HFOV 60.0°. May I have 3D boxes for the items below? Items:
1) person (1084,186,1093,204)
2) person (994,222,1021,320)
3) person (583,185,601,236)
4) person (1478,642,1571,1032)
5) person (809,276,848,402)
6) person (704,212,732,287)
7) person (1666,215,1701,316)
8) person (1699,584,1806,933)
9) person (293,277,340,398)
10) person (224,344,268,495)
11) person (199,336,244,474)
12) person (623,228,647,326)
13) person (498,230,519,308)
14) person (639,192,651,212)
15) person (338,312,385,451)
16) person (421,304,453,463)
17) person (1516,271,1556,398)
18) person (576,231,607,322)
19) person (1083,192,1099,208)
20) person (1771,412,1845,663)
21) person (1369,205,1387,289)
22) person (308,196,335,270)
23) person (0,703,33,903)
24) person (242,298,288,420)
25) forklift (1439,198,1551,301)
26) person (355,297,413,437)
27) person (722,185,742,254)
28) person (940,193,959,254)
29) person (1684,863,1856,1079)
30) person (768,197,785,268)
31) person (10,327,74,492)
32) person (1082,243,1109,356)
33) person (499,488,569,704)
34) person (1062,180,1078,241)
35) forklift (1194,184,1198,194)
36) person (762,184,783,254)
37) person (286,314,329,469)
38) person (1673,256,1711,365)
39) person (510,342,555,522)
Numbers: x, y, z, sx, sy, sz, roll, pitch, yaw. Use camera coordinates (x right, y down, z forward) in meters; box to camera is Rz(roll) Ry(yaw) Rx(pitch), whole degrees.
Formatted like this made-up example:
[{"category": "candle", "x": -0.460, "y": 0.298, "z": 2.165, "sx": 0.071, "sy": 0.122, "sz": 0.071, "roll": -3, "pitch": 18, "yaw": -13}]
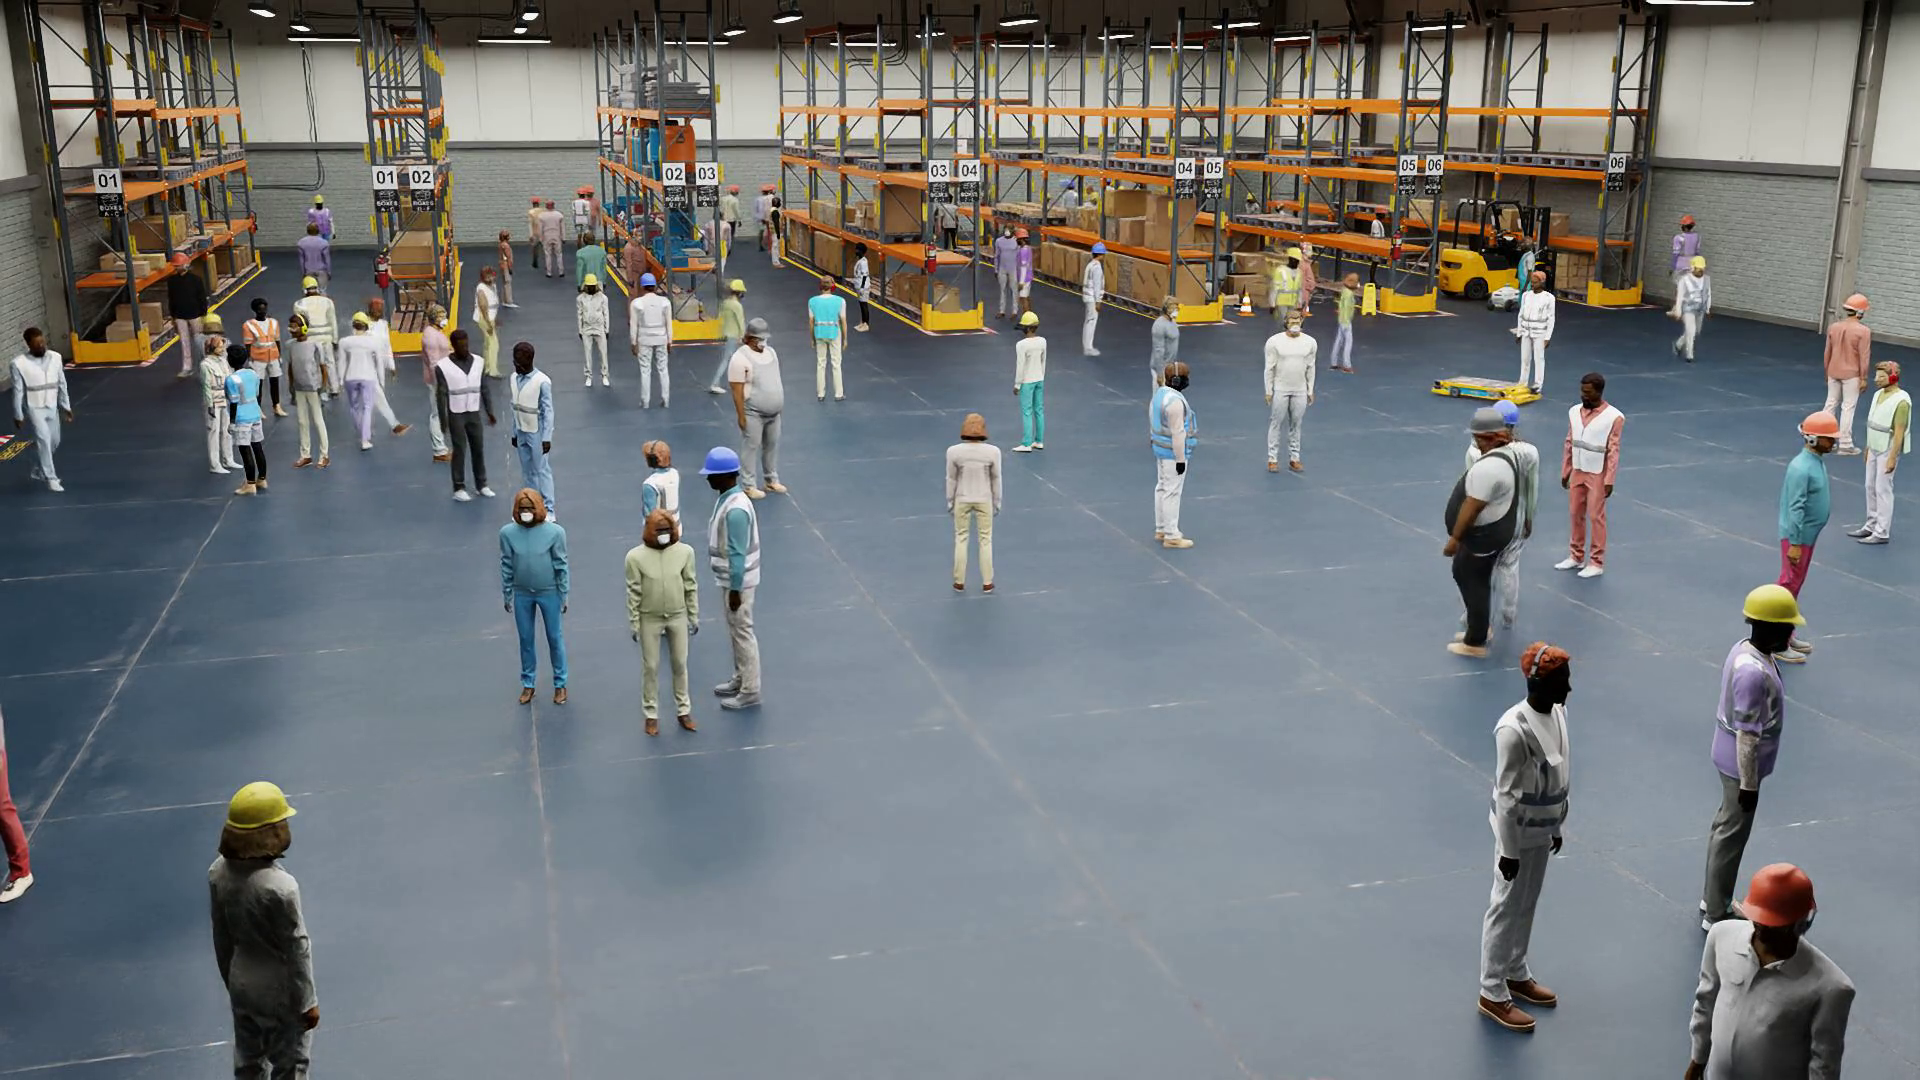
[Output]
[{"category": "person", "x": 4.109, "y": -10.479, "z": 53.175, "sx": 0.287, "sy": 1.625, "sz": 0.493, "roll": -7, "pitch": 17, "yaw": -26}, {"category": "person", "x": 0.976, "y": -5.419, "z": 33.523, "sx": 0.629, "sy": 1.940, "sz": 0.372, "roll": 6, "pitch": 16, "yaw": 21}, {"category": "person", "x": -10.674, "y": -9.234, "z": 47.853, "sx": 0.637, "sy": 1.960, "sz": 0.850, "roll": -10, "pitch": 18, "yaw": -34}, {"category": "person", "x": 2.728, "y": 1.401, "z": 7.969, "sx": 0.355, "sy": 1.882, "sz": 0.576, "roll": 12, "pitch": 19, "yaw": 39}, {"category": "person", "x": -1.938, "y": -2.938, "z": 24.385, "sx": 0.602, "sy": 1.836, "sz": 0.389, "roll": 2, "pitch": 15, "yaw": 7}, {"category": "person", "x": -5.722, "y": -6.885, "z": 39.327, "sx": 0.636, "sy": 1.800, "sz": 0.947, "roll": 0, "pitch": 15, "yaw": 0}, {"category": "person", "x": 14.788, "y": -5.603, "z": 34.010, "sx": 0.607, "sy": 2.048, "sz": 0.370, "roll": -4, "pitch": 15, "yaw": -15}, {"category": "person", "x": 4.158, "y": 1.164, "z": 8.772, "sx": 0.360, "sy": 1.930, "sz": 0.587, "roll": 6, "pitch": 16, "yaw": 23}, {"category": "person", "x": -9.496, "y": -2.959, "z": 24.537, "sx": 0.619, "sy": 1.811, "sz": 0.460, "roll": -10, "pitch": 18, "yaw": -33}, {"category": "person", "x": -8.038, "y": -1.351, "z": 18.681, "sx": 0.319, "sy": 1.696, "sz": 0.532, "roll": 2, "pitch": 15, "yaw": 9}, {"category": "person", "x": -8.818, "y": -1.609, "z": 19.786, "sx": 0.313, "sy": 1.633, "sz": 0.518, "roll": 2, "pitch": 15, "yaw": 7}, {"category": "person", "x": -6.312, "y": -5.138, "z": 32.555, "sx": 0.401, "sy": 1.900, "sz": 0.646, "roll": 4, "pitch": 15, "yaw": 16}, {"category": "person", "x": -9.663, "y": -5.776, "z": 35.441, "sx": 0.309, "sy": 1.641, "sz": 0.515, "roll": -9, "pitch": 17, "yaw": -31}, {"category": "person", "x": -8.922, "y": -8.853, "z": 46.697, "sx": 0.599, "sy": 1.817, "sz": 0.408, "roll": 9, "pitch": 18, "yaw": 32}, {"category": "person", "x": -7.631, "y": -2.038, "z": 21.252, "sx": 0.542, "sy": 1.700, "sz": 0.831, "roll": -2, "pitch": 15, "yaw": -7}, {"category": "person", "x": -6.372, "y": -1.914, "z": 20.338, "sx": 0.354, "sy": 1.936, "sz": 0.635, "roll": -4, "pitch": 15, "yaw": -13}, {"category": "person", "x": 8.508, "y": -3.038, "z": 24.668, "sx": 0.342, "sy": 1.883, "sz": 0.586, "roll": -10, "pitch": 18, "yaw": -33}, {"category": "person", "x": -6.944, "y": -4.855, "z": 31.413, "sx": 0.626, "sy": 1.933, "sz": 0.370, "roll": -13, "pitch": 19, "yaw": -39}, {"category": "person", "x": 3.707, "y": -8.885, "z": 46.817, "sx": 0.595, "sy": 1.806, "sz": 0.493, "roll": -7, "pitch": 16, "yaw": -24}, {"category": "person", "x": 6.677, "y": -0.036, "z": 13.161, "sx": 0.394, "sy": 1.992, "sz": 0.622, "roll": 11, "pitch": 18, "yaw": 35}, {"category": "person", "x": 9.765, "y": -6.847, "z": 38.892, "sx": 0.347, "sy": 1.943, "sz": 0.544, "roll": 5, "pitch": 16, "yaw": 17}, {"category": "person", "x": -16.693, "y": -8.035, "z": 43.478, "sx": 0.617, "sy": 1.894, "sz": 0.724, "roll": -14, "pitch": 20, "yaw": -42}, {"category": "person", "x": -5.469, "y": 1.158, "z": 9.130, "sx": 0.520, "sy": 1.758, "sz": 0.344, "roll": 3, "pitch": 15, "yaw": 12}, {"category": "person", "x": -9.648, "y": -2.510, "z": 23.054, "sx": 0.319, "sy": 1.690, "sz": 0.530, "roll": 13, "pitch": 20, "yaw": 40}, {"category": "forklift", "x": 11.913, "y": -6.508, "z": 37.130, "sx": 2.313, "sy": 2.155, "sz": 1.214, "roll": -4, "pitch": 15, "yaw": -15}, {"category": "person", "x": -7.626, "y": -2.267, "z": 21.865, "sx": 0.992, "sy": 1.830, "sz": 0.587, "roll": 4, "pitch": 15, "yaw": 15}, {"category": "person", "x": -6.497, "y": -9.162, "z": 47.582, "sx": 0.694, "sy": 1.949, "sz": 0.587, "roll": 13, "pitch": 19, "yaw": 40}, {"category": "person", "x": -0.278, "y": -8.424, "z": 44.964, "sx": 0.510, "sy": 1.872, "sz": 0.328, "roll": -1, "pitch": 15, "yaw": -5}, {"category": "person", "x": 2.902, "y": 1.975, "z": 6.076, "sx": 0.354, "sy": 1.744, "sz": 0.564, "roll": -9, "pitch": 17, "yaw": -31}, {"category": "person", "x": -4.821, "y": -8.098, "z": 43.793, "sx": 0.429, "sy": 1.844, "sz": 0.627, "roll": -4, "pitch": 15, "yaw": -14}, {"category": "person", "x": -10.500, "y": -1.499, "z": 18.902, "sx": 0.685, "sy": 1.883, "sz": 0.613, "roll": 7, "pitch": 16, "yaw": 24}, {"category": "person", "x": 2.347, "y": -4.178, "z": 28.882, "sx": 0.437, "sy": 1.934, "sz": 0.621, "roll": -1, "pitch": 15, "yaw": -4}, {"category": "person", "x": -3.108, "y": 0.407, "z": 12.200, "sx": 0.500, "sy": 1.627, "sz": 0.278, "roll": 0, "pitch": 15, "yaw": 2}, {"category": "person", "x": 3.387, "y": -10.019, "z": 50.872, "sx": 0.610, "sy": 1.927, "sz": 0.827, "roll": 10, "pitch": 18, "yaw": 32}, {"category": "forklift", "x": 7.392, "y": -11.333, "z": 53.972, "sx": 1.873, "sy": 2.768, "sz": 1.129, "roll": -4, "pitch": 15, "yaw": -15}, {"category": "person", "x": -5.326, "y": -9.258, "z": 47.909, "sx": 0.640, "sy": 1.964, "sz": 0.831, "roll": 10, "pitch": 18, "yaw": 34}, {"category": "person", "x": -7.843, "y": -1.783, "z": 19.988, "sx": 0.519, "sy": 1.865, "sz": 0.335, "roll": 3, "pitch": 15, "yaw": 12}, {"category": "person", "x": 12.301, "y": -3.890, "z": 28.006, "sx": 0.593, "sy": 1.813, "sz": 0.727, "roll": -4, "pitch": 15, "yaw": -15}, {"category": "person", "x": -4.466, "y": -1.115, "z": 17.364, "sx": 0.597, "sy": 1.917, "sz": 0.378, "roll": 11, "pitch": 19, "yaw": 37}]
